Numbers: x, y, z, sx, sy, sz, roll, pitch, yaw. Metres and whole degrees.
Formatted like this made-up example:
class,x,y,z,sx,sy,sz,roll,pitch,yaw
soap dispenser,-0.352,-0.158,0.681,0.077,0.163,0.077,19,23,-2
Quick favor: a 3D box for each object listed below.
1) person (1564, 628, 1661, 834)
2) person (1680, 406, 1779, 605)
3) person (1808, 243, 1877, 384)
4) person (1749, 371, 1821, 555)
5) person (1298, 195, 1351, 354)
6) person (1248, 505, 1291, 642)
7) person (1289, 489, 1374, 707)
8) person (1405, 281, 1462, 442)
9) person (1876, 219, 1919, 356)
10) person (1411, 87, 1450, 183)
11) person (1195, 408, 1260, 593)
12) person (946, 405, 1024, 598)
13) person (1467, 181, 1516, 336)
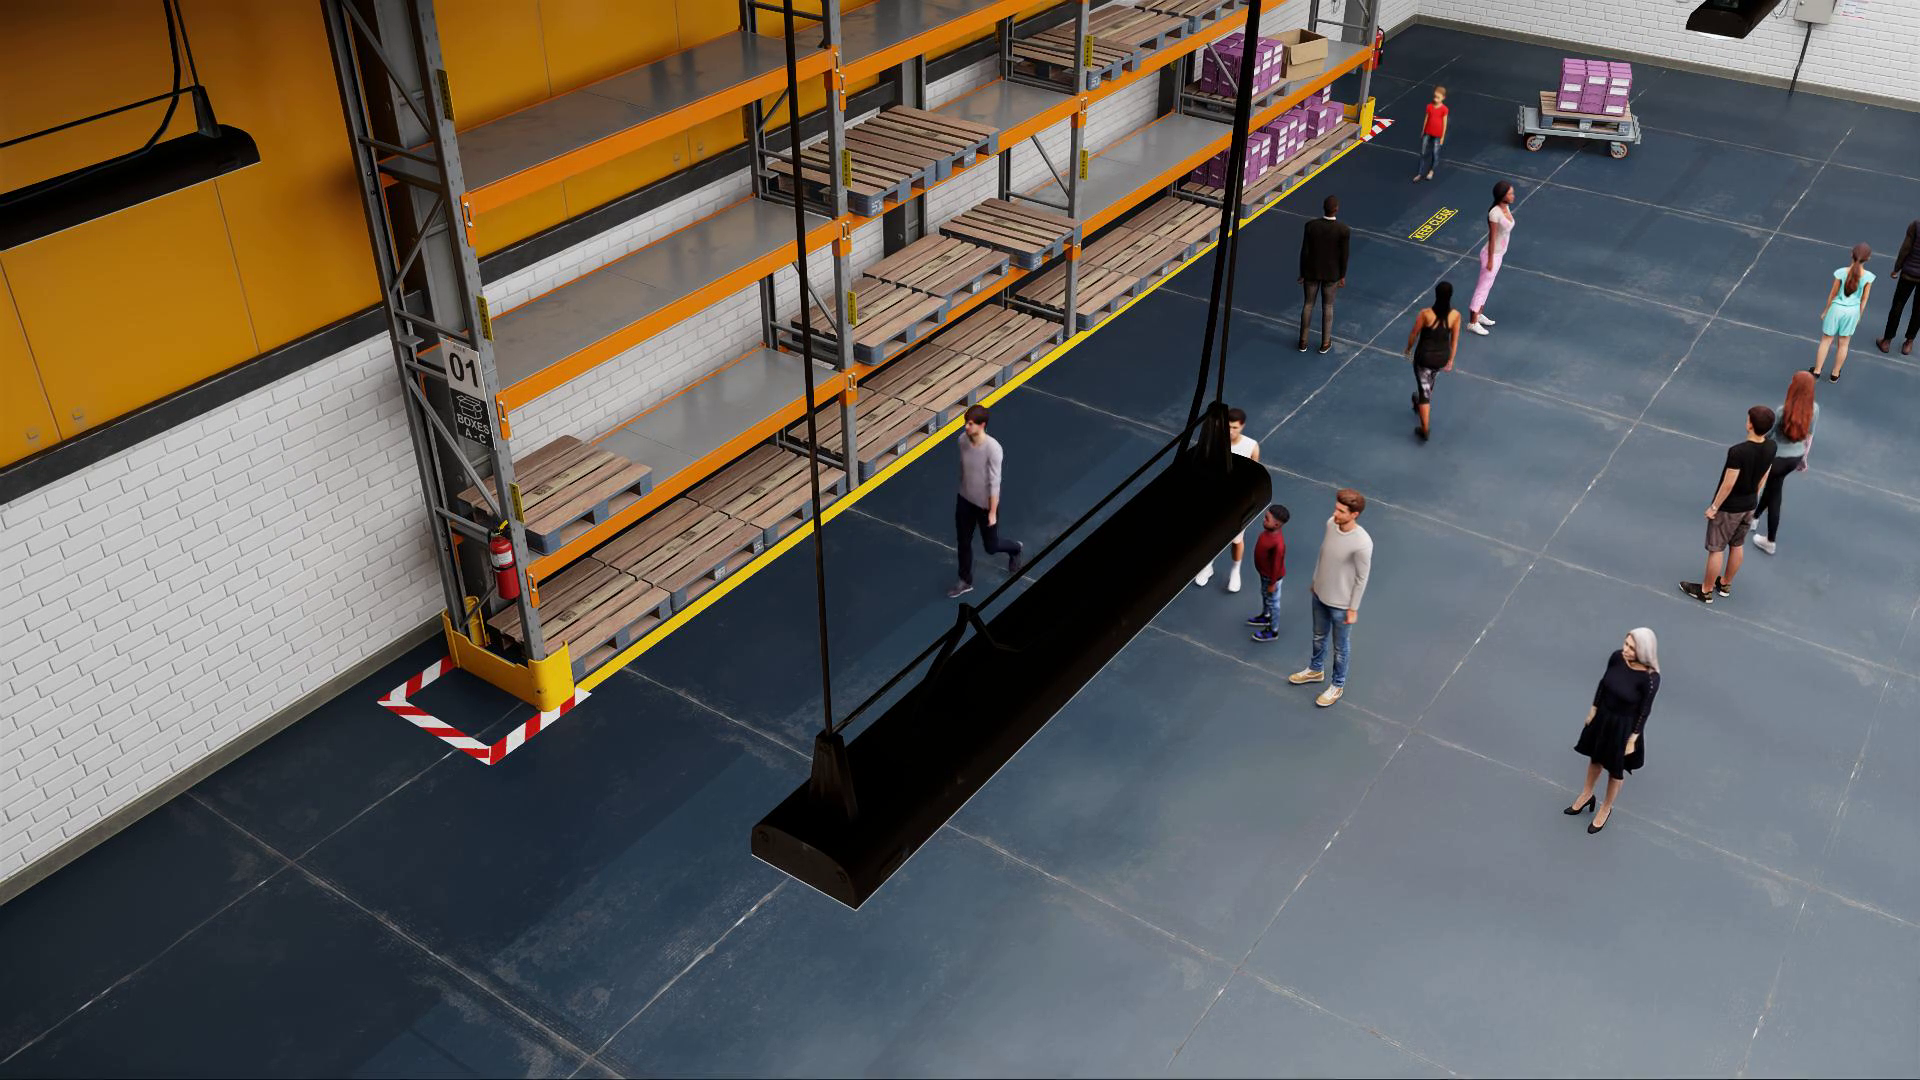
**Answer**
class,x,y,z,sx,sy,sz,roll,pitch,yaw
person,4.635,1.336,11.776,0.711,1.746,0.697,-16,37,-23
person,6.595,-0.306,14.143,0.711,1.861,0.835,-14,36,-19
person,9.337,-2.407,17.579,0.592,1.557,0.597,13,36,19
person,7.359,-0.647,14.782,0.894,1.721,0.958,-6,34,-8
person,3.940,-2.894,18.091,0.728,1.800,0.672,9,35,13
person,2.602,0.250,13.855,0.639,1.253,0.571,-3,34,-4
person,2.946,0.424,13.006,0.731,1.904,0.753,-18,37,-24
person,4.705,-1.764,16.554,0.988,1.621,1.117,-1,34,-2
person,10.425,-2.900,18.068,0.765,1.836,0.689,9,35,14
person,6.426,-5.492,22.459,0.508,1.293,0.783,19,38,26
person,2.308,-0.373,14.316,0.672,1.782,0.633,13,36,19
person,0.236,-0.354,14.252,0.764,1.821,1.062,29,43,36
person,5.935,-3.170,18.561,0.644,1.740,0.457,19,38,26
